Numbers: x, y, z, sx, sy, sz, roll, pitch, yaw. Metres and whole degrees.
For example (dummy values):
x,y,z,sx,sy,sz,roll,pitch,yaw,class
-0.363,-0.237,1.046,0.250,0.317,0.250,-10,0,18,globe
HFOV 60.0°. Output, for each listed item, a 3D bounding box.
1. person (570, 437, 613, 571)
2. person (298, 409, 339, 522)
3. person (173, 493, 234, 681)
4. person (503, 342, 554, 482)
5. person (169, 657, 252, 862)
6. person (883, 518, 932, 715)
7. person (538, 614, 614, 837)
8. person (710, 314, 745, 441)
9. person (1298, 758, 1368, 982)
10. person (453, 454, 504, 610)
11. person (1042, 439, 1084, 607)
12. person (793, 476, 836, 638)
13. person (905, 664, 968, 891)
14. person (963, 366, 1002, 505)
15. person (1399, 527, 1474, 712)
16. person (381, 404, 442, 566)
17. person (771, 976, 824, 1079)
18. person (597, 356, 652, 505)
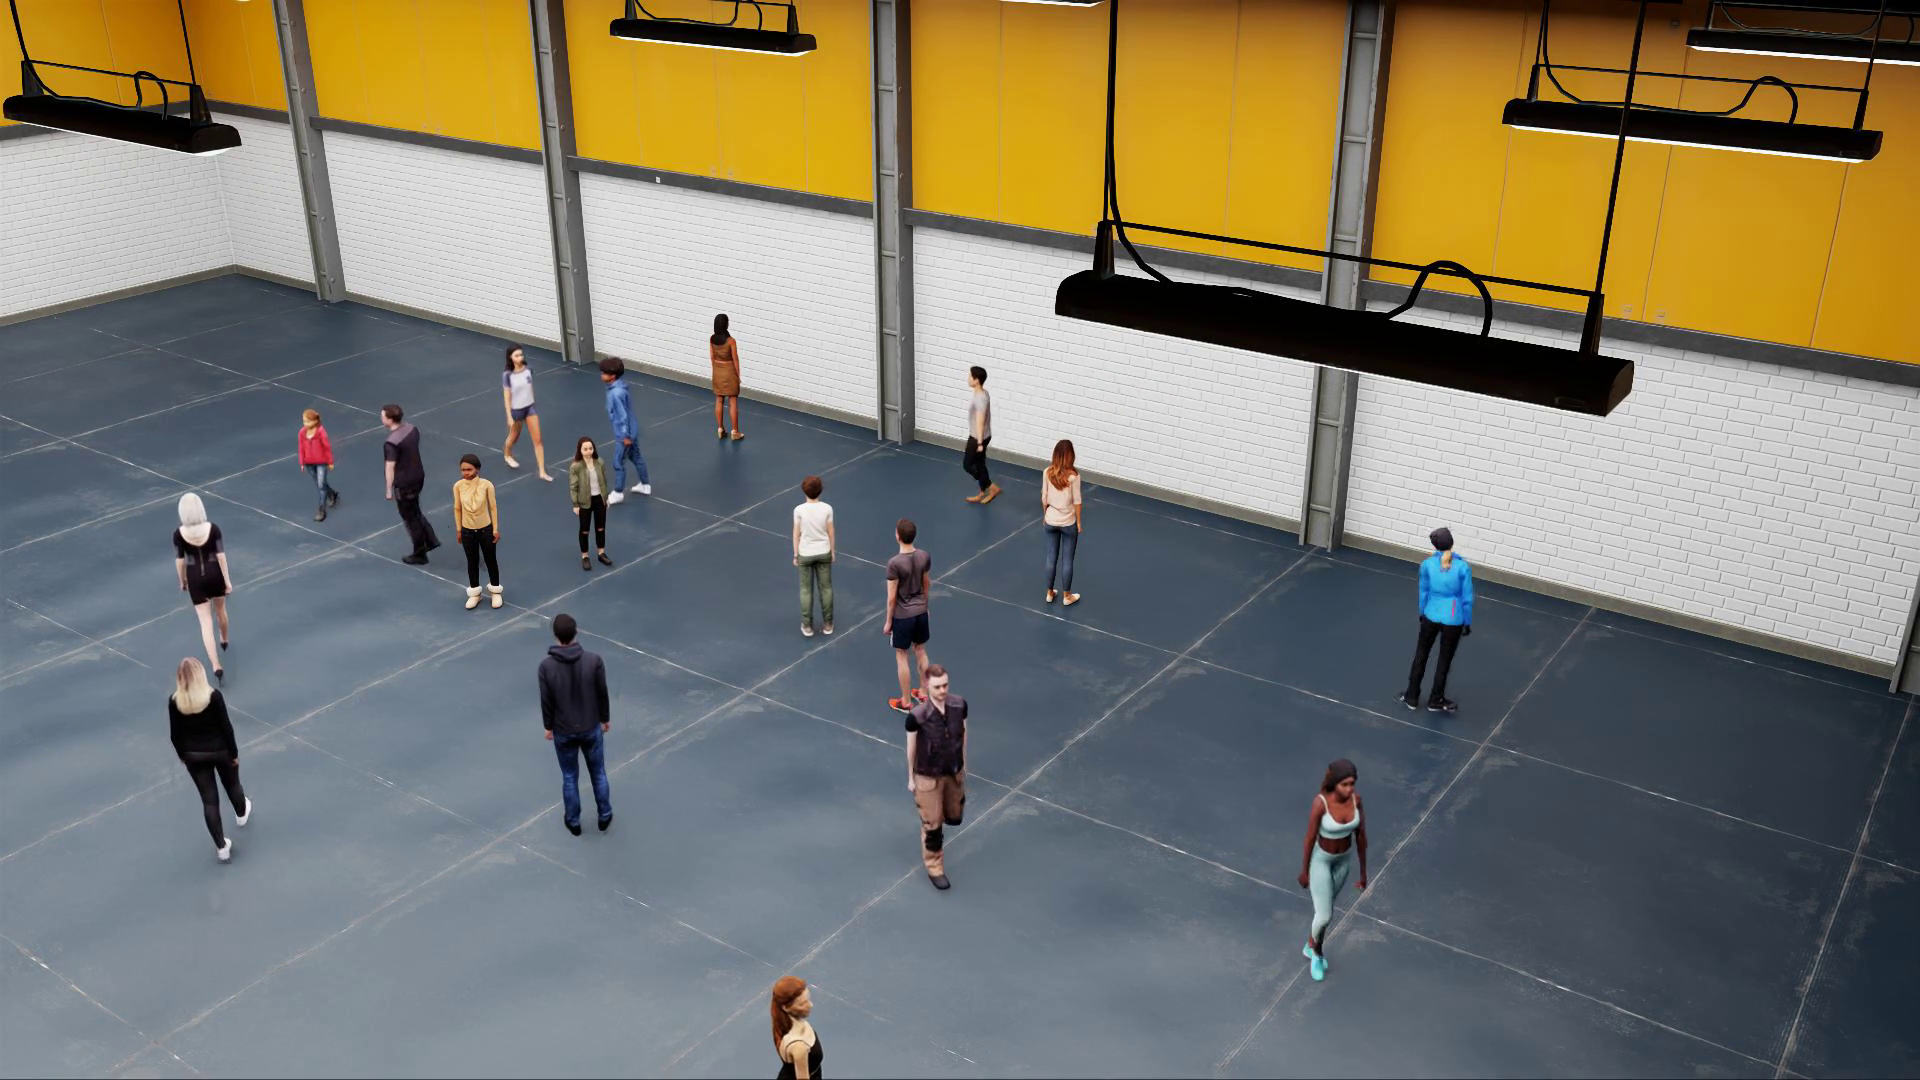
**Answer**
x,y,z,sx,sy,sz,roll,pitch,yaw,class
-3.999,-0.417,18.018,0.640,1.475,0.621,-15,28,-30,person
-7.460,-0.916,19.385,0.912,1.294,0.841,3,24,8,person
-7.075,0.473,15.605,1.009,1.775,1.277,-11,26,-23,person
-5.439,-1.589,20.428,1.183,1.692,0.724,20,31,38,person
-5.840,1.722,12.889,0.986,1.663,1.069,-5,24,-12,person
-0.465,0.683,15.032,0.705,1.851,0.634,-19,30,-37,person
-3.042,1.470,13.183,0.763,1.890,0.783,-8,25,-17,person
-3.056,-2.129,21.666,0.502,1.690,0.655,10,26,22,person
2.554,2.237,11.648,0.717,1.713,0.770,-7,25,-16,person
-4.951,-0.106,17.075,0.681,1.660,0.753,-2,24,-5,person
1.040,-0.185,17.089,0.500,1.792,0.675,11,26,24,person
-1.442,0.156,16.487,0.647,1.651,0.699,-5,24,-12,person
-0.207,1.728,12.678,0.940,1.821,1.084,-11,26,-24,person
0.311,-1.215,19.549,0.806,1.710,0.748,3,24,8,person
4.374,0.748,14.969,0.780,1.782,0.571,-16,28,-32,person
-5.888,-0.593,17.965,0.832,1.838,0.821,4,24,9,person
-0.937,3.199,9.557,0.730,1.626,0.667,-5,24,-11,person
-3.937,-1.319,19.706,1.005,1.775,0.954,-4,24,-9,person
